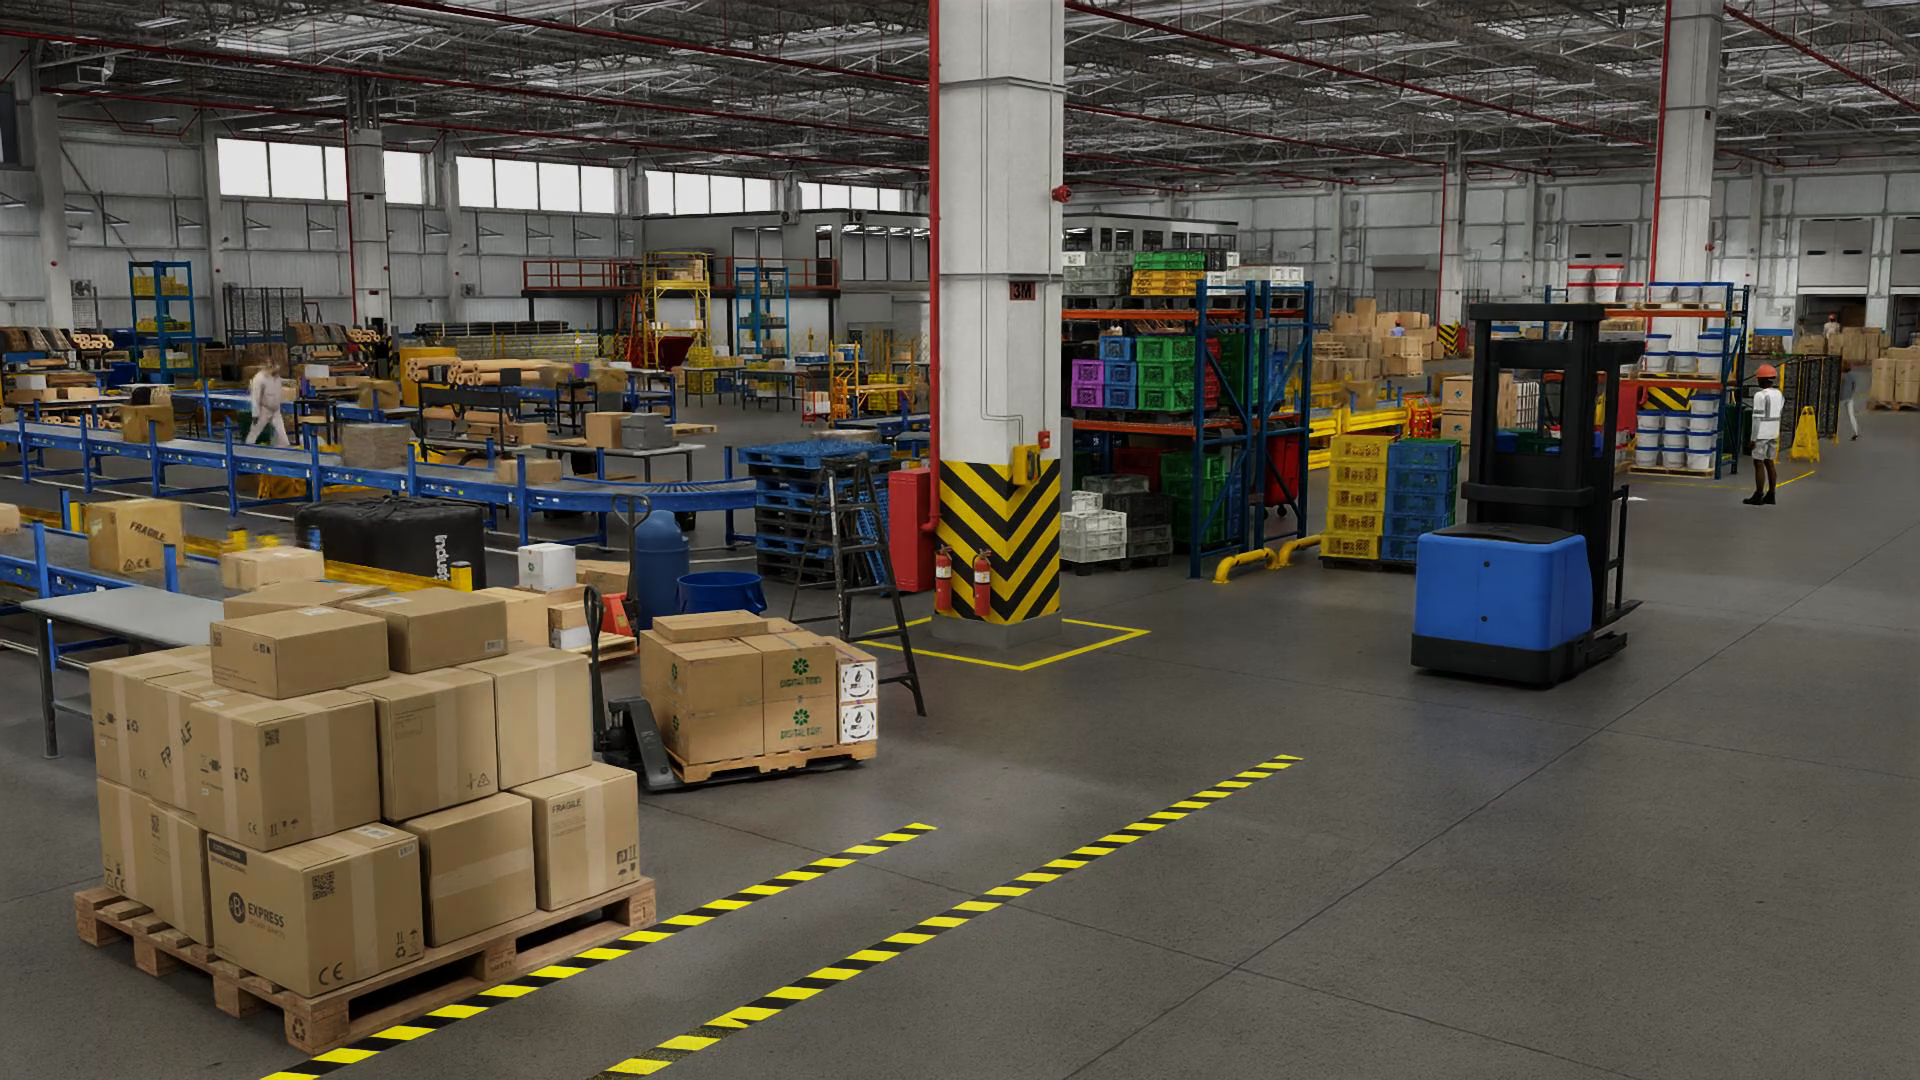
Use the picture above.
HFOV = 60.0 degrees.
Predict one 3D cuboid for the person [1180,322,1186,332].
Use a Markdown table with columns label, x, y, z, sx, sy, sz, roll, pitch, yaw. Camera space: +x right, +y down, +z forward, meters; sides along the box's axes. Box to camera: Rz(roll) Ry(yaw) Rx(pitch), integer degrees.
| label | x | y | z | sx | sy | sz | roll | pitch | yaw |
| --- | --- | --- | --- | --- | --- | --- | --- | --- | --- |
| person | 8.568 | -7.600 | 64.749 | 0.678 | 1.803 | 0.590 | -4 | 9 | -26 |

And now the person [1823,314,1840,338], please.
| label | x | y | z | sx | sy | sz | roll | pitch | yaw |
| --- | --- | --- | --- | --- | --- | --- | --- | --- | --- |
| person | 37.672 | -8.759 | 71.911 | 0.622 | 1.993 | 0.384 | 5 | 10 | 30 |

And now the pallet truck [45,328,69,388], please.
| label | x | y | z | sx | sy | sz | roll | pitch | yaw |
| --- | --- | --- | --- | --- | --- | --- | --- | --- | --- |
| pallet truck | -23.775 | -4.544 | 43.495 | 1.885 | 1.965 | 0.823 | 6 | 10 | 35 |

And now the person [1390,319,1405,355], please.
| label | x | y | z | sx | sy | sz | roll | pitch | yaw |
| --- | --- | --- | --- | --- | --- | --- | --- | --- | --- |
| person | 16.683 | -7.473 | 63.442 | 0.549 | 1.937 | 0.358 | 2 | 9 | 12 |

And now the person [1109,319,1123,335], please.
| label | x | y | z | sx | sy | sz | roll | pitch | yaw |
| --- | --- | --- | --- | --- | --- | --- | --- | --- | --- |
| person | 6.111 | -7.738 | 65.415 | 0.574 | 1.882 | 0.356 | 4 | 9 | 24 |

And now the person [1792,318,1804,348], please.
| label | x | y | z | sx | sy | sz | roll | pitch | yaw |
| --- | --- | --- | --- | --- | --- | --- | --- | --- | --- |
| person | 35.802 | -8.561 | 71.070 | 0.622 | 1.846 | 0.573 | 6 | 11 | 37 |

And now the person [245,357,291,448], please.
| label | x | y | z | sx | sy | sz | roll | pitch | yaw |
| --- | --- | --- | --- | --- | --- | --- | --- | --- | --- |
| person | -11.575 | -2.133 | 27.819 | 1.054 | 1.831 | 0.717 | 2 | 9 | 15 |

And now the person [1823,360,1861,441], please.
| label | x | y | z | sx | sy | sz | roll | pitch | yaw |
| --- | --- | --- | --- | --- | --- | --- | --- | --- | --- |
| person | 17.428 | -2.748 | 32.746 | 0.501 | 1.593 | 0.845 | -2 | 9 | -12 |

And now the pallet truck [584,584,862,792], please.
| label | x | y | z | sx | sy | sz | roll | pitch | yaw |
| --- | --- | --- | --- | --- | --- | --- | --- | --- | --- |
| pallet truck | -1.426 | 0.805 | 10.019 | 1.601 | 1.201 | 0.680 | -4 | 9 | -26 |

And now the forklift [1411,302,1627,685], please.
| label | x | y | z | sx | sy | sz | roll | pitch | yaw |
| --- | --- | --- | --- | --- | --- | --- | --- | --- | --- |
| forklift | 4.379 | -0.438 | 12.852 | 1.129 | 2.768 | 1.873 | 7 | 11 | 37 |

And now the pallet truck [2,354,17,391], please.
| label | x | y | z | sx | sy | sz | roll | pitch | yaw |
| --- | --- | --- | --- | --- | --- | --- | --- | --- | --- |
| pallet truck | -24.881 | -4.417 | 42.634 | 1.885 | 1.965 | 0.823 | 8 | 11 | 41 |

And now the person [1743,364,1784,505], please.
| label | x | y | z | sx | sy | sz | roll | pitch | yaw |
| --- | --- | --- | --- | --- | --- | --- | --- | --- | --- |
| person | 11.002 | -1.434 | 22.782 | 0.539 | 1.930 | 0.385 | -5 | 10 | -32 |

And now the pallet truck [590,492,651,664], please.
| label | x | y | z | sx | sy | sz | roll | pitch | yaw |
| --- | --- | --- | --- | --- | --- | --- | --- | --- | --- |
| pallet truck | -3.115 | 0.344 | 12.883 | 0.653 | 1.274 | 1.630 | 7 | 11 | 37 |
